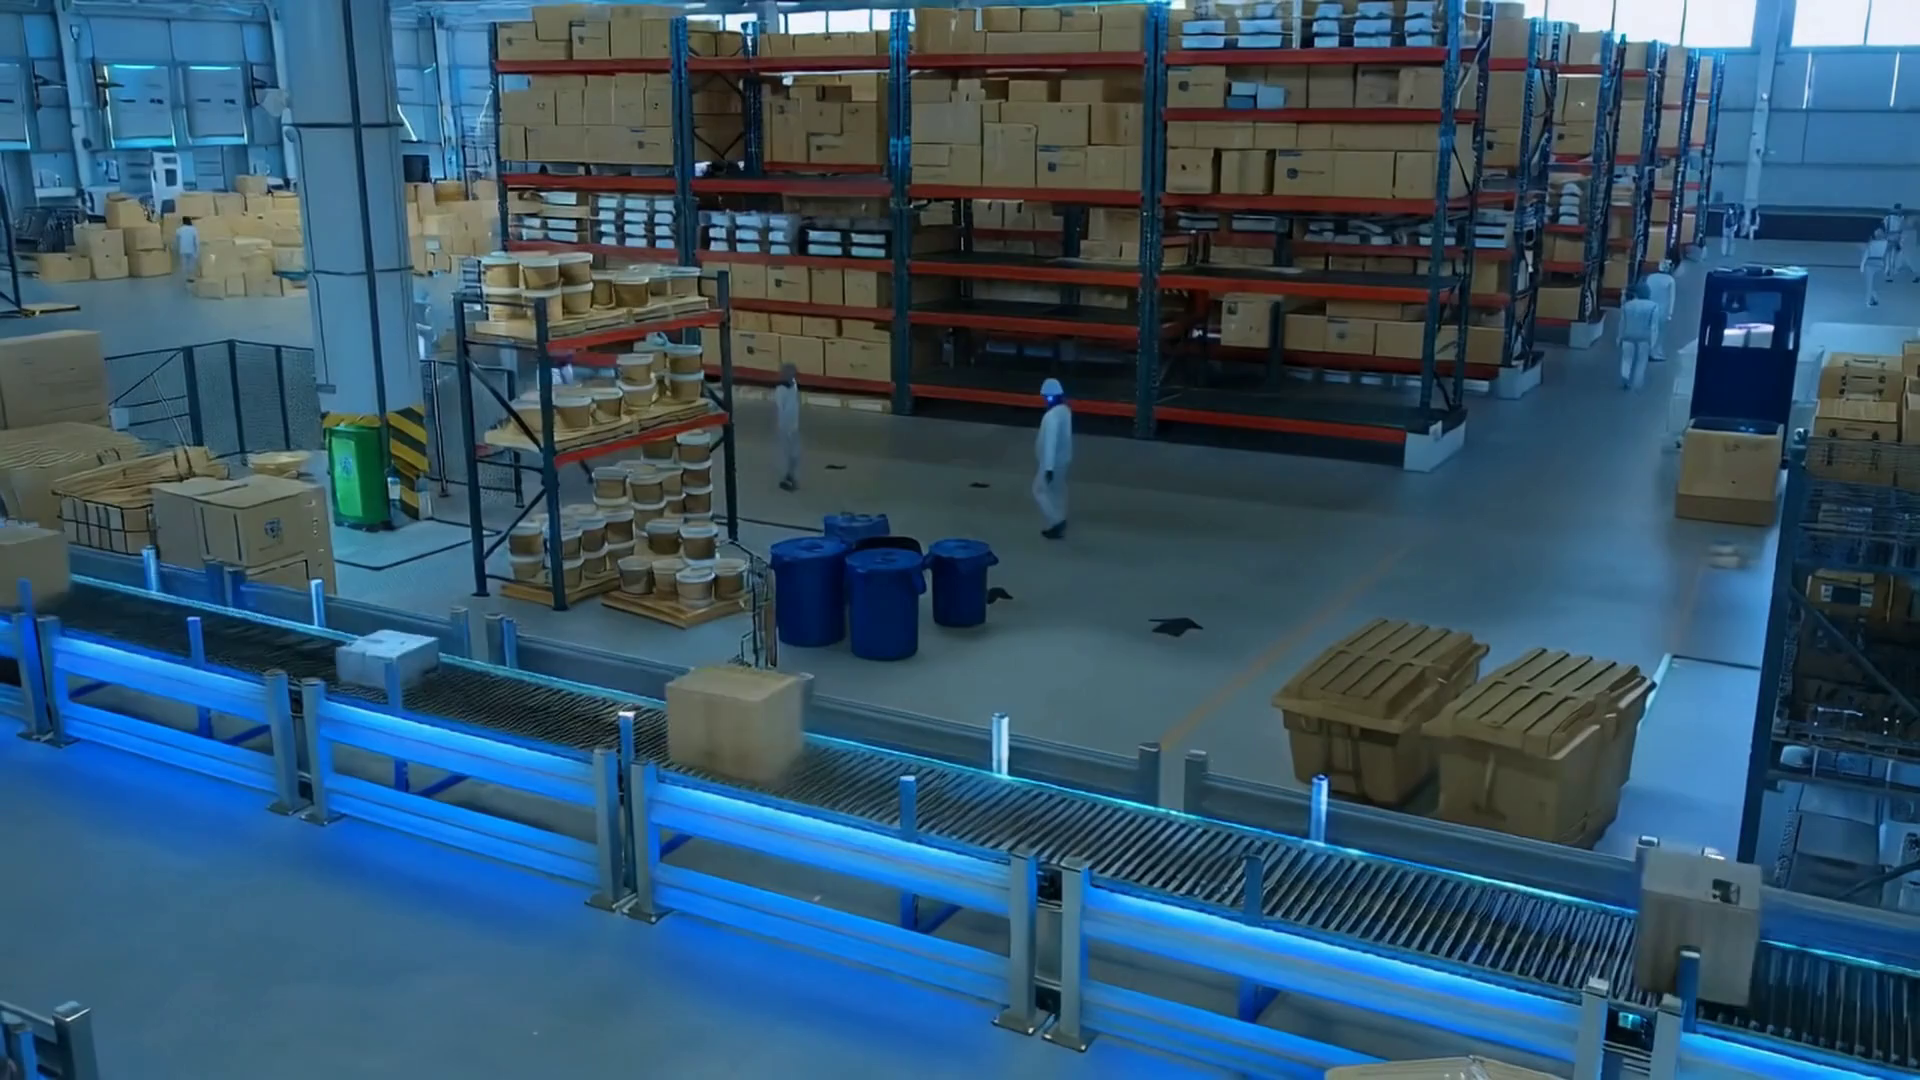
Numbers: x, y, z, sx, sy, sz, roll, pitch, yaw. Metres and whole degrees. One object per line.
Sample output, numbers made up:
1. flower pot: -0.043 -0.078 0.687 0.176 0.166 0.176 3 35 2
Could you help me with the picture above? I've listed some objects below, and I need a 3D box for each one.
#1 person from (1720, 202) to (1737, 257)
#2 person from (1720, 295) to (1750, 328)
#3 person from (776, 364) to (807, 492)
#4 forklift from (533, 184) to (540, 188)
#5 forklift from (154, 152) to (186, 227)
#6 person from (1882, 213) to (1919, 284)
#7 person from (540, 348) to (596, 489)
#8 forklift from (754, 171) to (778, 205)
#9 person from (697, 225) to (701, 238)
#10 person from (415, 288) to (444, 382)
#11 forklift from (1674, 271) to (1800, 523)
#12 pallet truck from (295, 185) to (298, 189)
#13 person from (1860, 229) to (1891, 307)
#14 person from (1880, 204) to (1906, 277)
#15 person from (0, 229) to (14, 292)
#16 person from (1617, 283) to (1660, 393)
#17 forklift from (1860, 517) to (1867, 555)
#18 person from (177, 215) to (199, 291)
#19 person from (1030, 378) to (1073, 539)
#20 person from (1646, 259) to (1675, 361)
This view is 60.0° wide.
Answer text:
1. person: 23.896 -9.648 51.634 0.317 1.695 0.540 -1 15 -2
2. person: 12.978 -3.320 28.010 0.522 1.603 0.707 10 18 33
3. person: -2.134 -1.396 20.759 0.379 1.622 0.499 7 16 24
4. forklift: -16.107 -13.583 64.162 1.873 2.768 1.129 6 16 22
5. forklift: -29.681 -13.185 62.665 1.873 2.768 1.129 8 17 28
6. person: 25.155 -7.717 44.080 0.988 1.867 0.637 6 16 21
7. person: -4.932 -1.554 20.841 0.994 1.881 0.554 8 17 27
8. forklift: -6.154 -10.489 52.531 1.129 2.768 1.873 8 17 27
9. person: -6.601 -7.191 42.422 0.561 1.672 0.665 4 15 14
10. person: -9.232 -3.532 28.754 0.523 1.639 0.306 5 16 19
11. forklift: 9.269 -1.763 19.726 1.129 2.768 1.873 8 17 27
12. pallet truck: -26.804 -14.617 69.738 1.885 1.965 0.823 -14 20 -42
13. person: 21.693 -6.463 39.449 0.598 1.799 0.927 9 18 32
14. person: 25.665 -8.250 45.838 0.616 1.989 1.063 8 17 28
15. person: -24.257 -7.182 41.965 0.785 1.910 0.636 7 16 23
16. person: 11.264 -3.340 27.669 0.651 1.833 0.608 6 16 22
17. forklift: 10.188 -0.979 16.782 1.873 2.768 1.129 8 17 28
18. person: -19.686 -7.354 42.630 0.659 1.889 0.979 5 16 17
19. person: 1.031 -0.892 18.482 0.431 1.816 0.622 6 16 23
20. person: 13.109 -4.298 31.145 0.400 1.902 0.641 -6 16 -22
